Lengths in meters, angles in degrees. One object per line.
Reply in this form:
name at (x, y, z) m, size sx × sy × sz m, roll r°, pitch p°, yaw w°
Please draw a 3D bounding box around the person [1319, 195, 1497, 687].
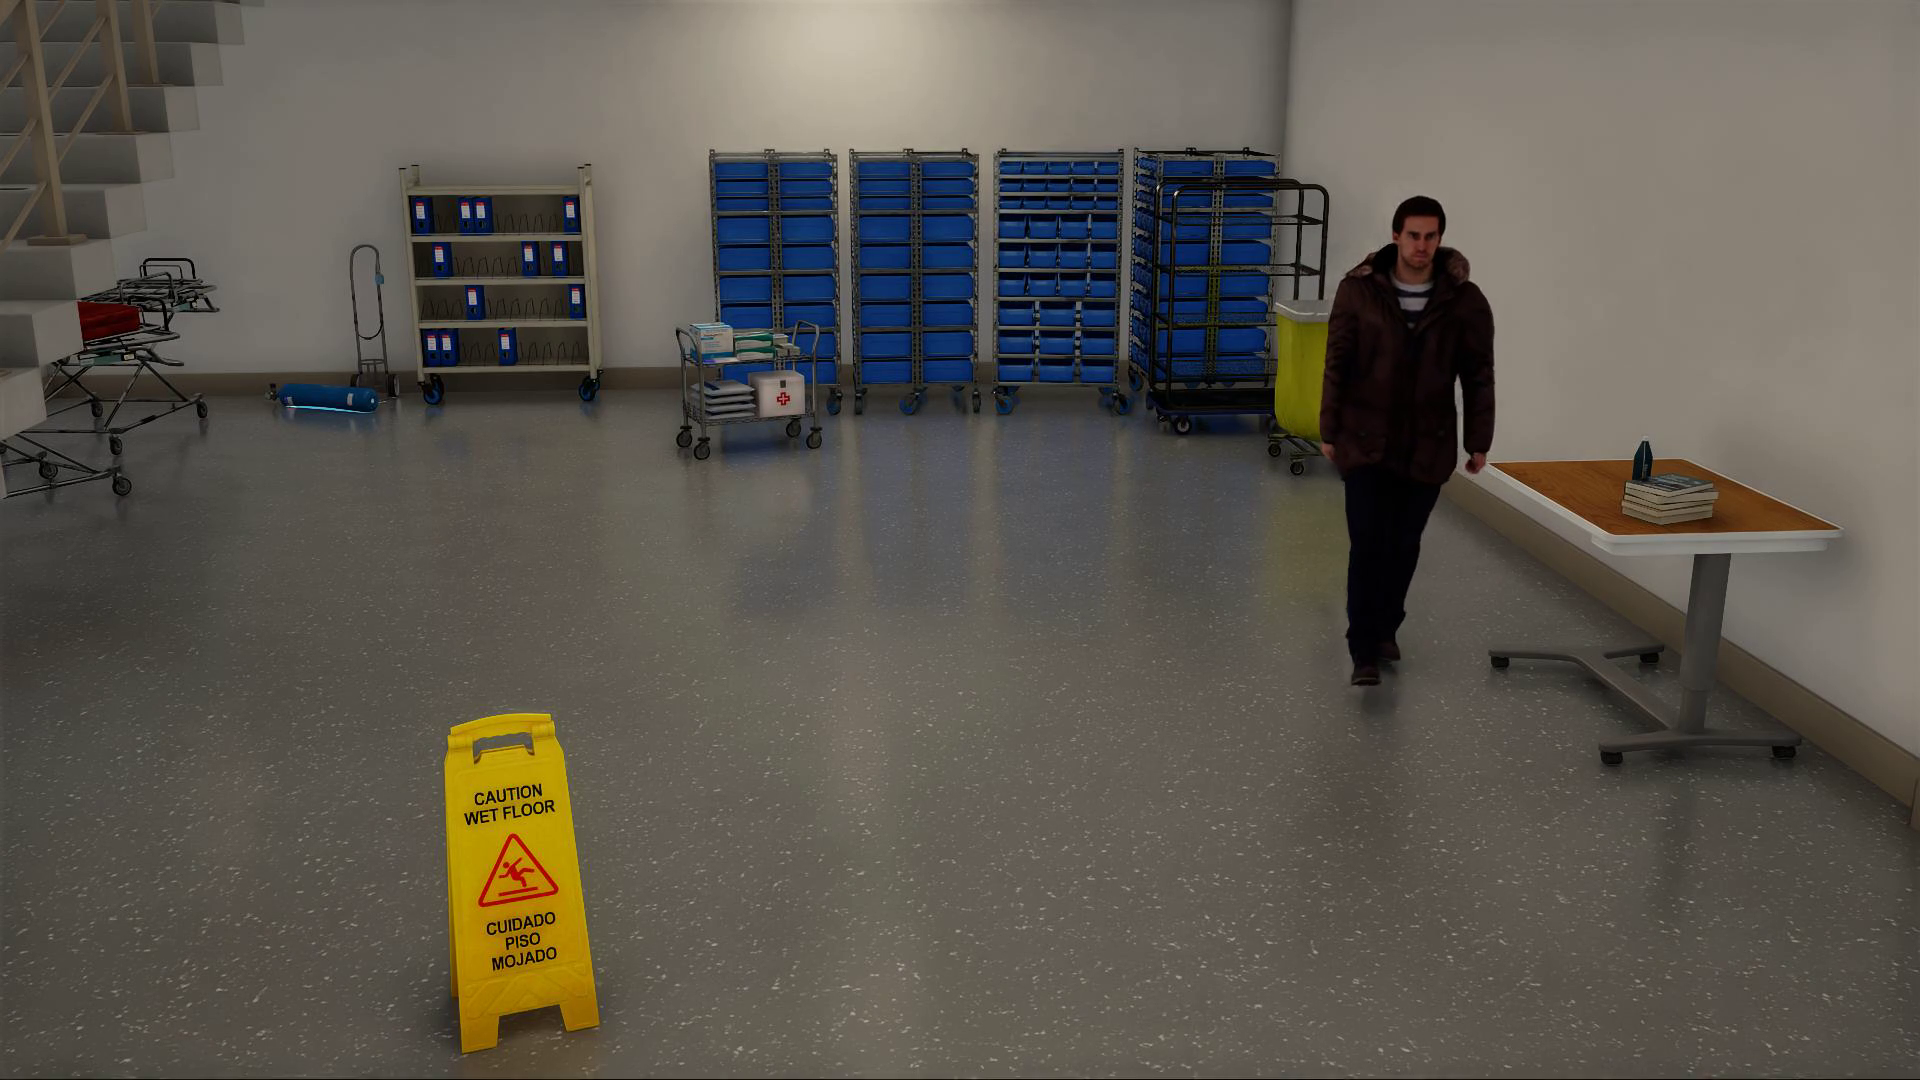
person at (1.665, -0.380, 6.361) m, size 0.919 × 1.812 × 1.107 m, roll 2°, pitch 16°, yaw 8°
